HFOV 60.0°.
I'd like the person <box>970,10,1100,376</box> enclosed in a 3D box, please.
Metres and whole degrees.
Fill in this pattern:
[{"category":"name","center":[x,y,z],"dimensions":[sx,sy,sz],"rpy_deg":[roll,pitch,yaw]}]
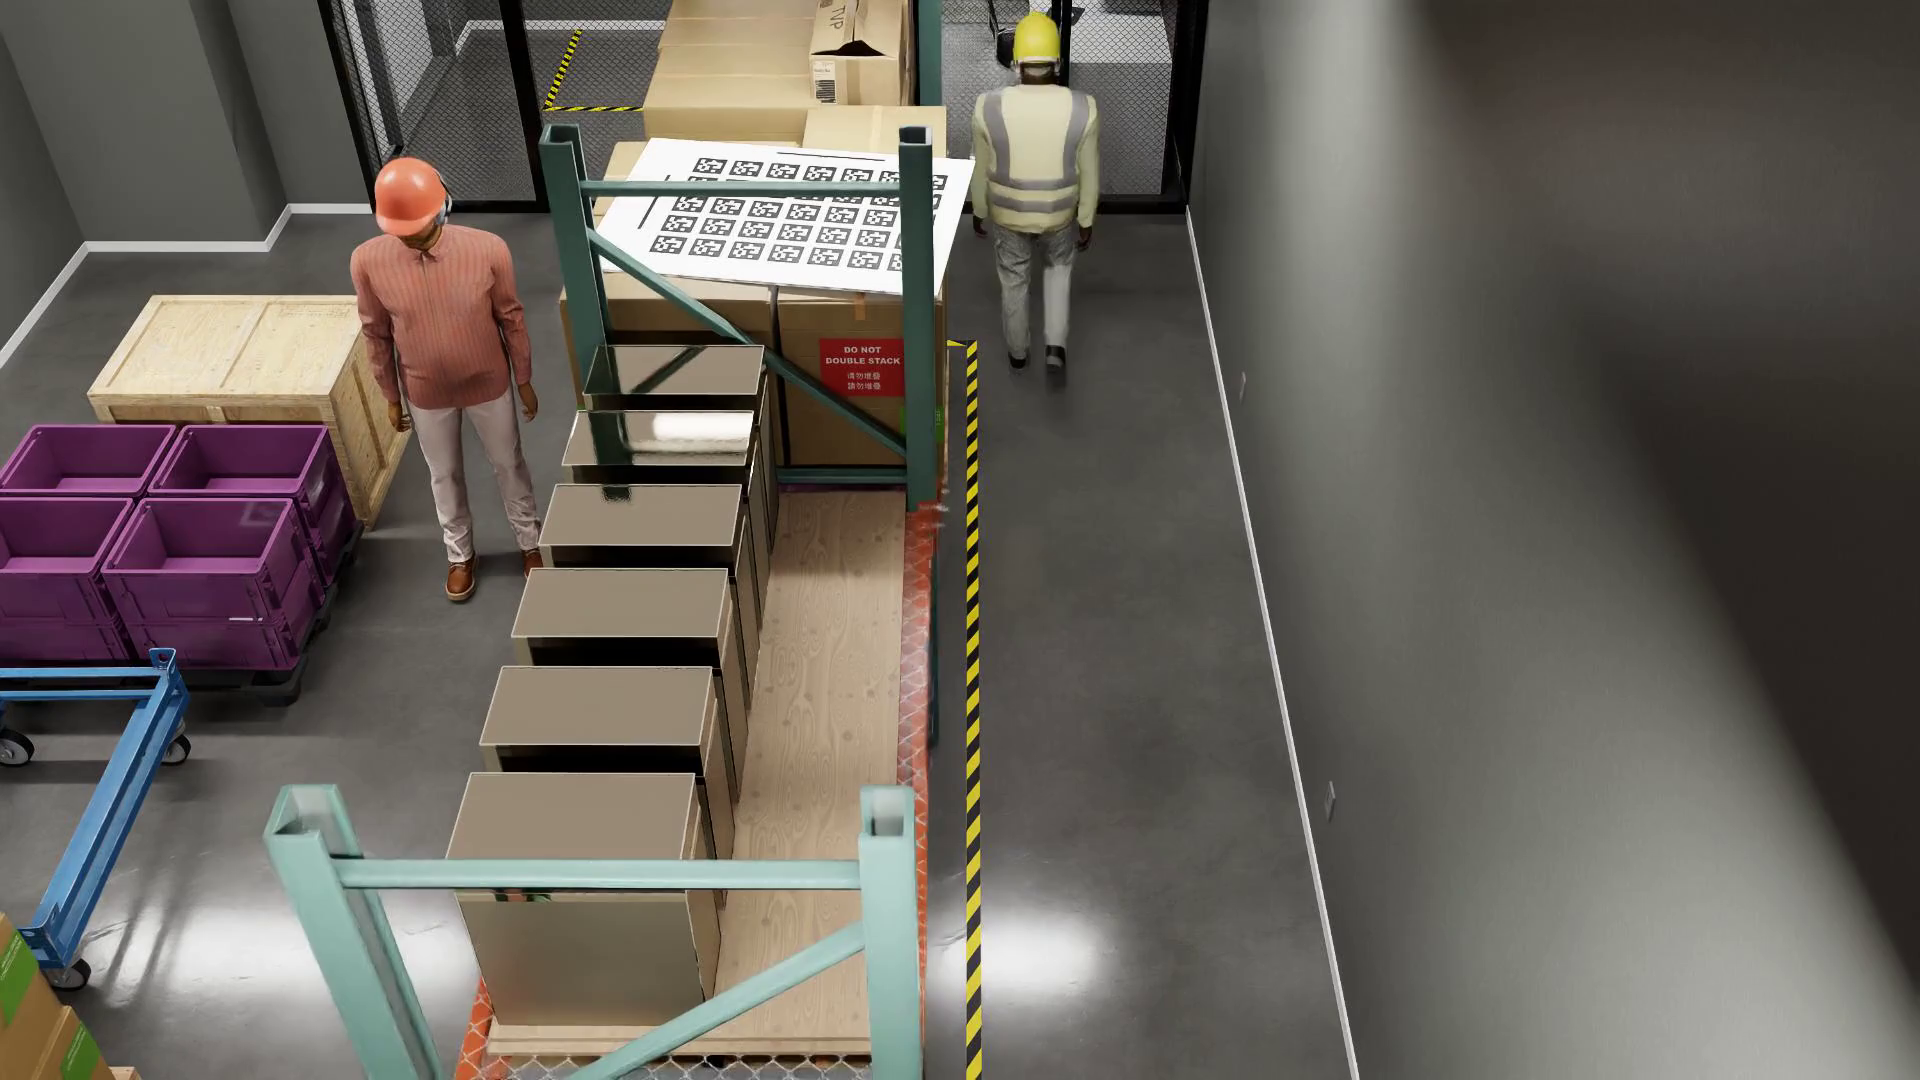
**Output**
[{"category":"person","center":[0.339,-1.558,7.754],"dimensions":[0.598,1.819,0.424],"rpy_deg":[0,41,0]}]

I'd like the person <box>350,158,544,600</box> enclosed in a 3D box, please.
[{"category":"person","center":[-1.978,-0.611,6.549],"dimensions":[0.613,1.986,0.389],"rpy_deg":[-9,42,-11]}]
